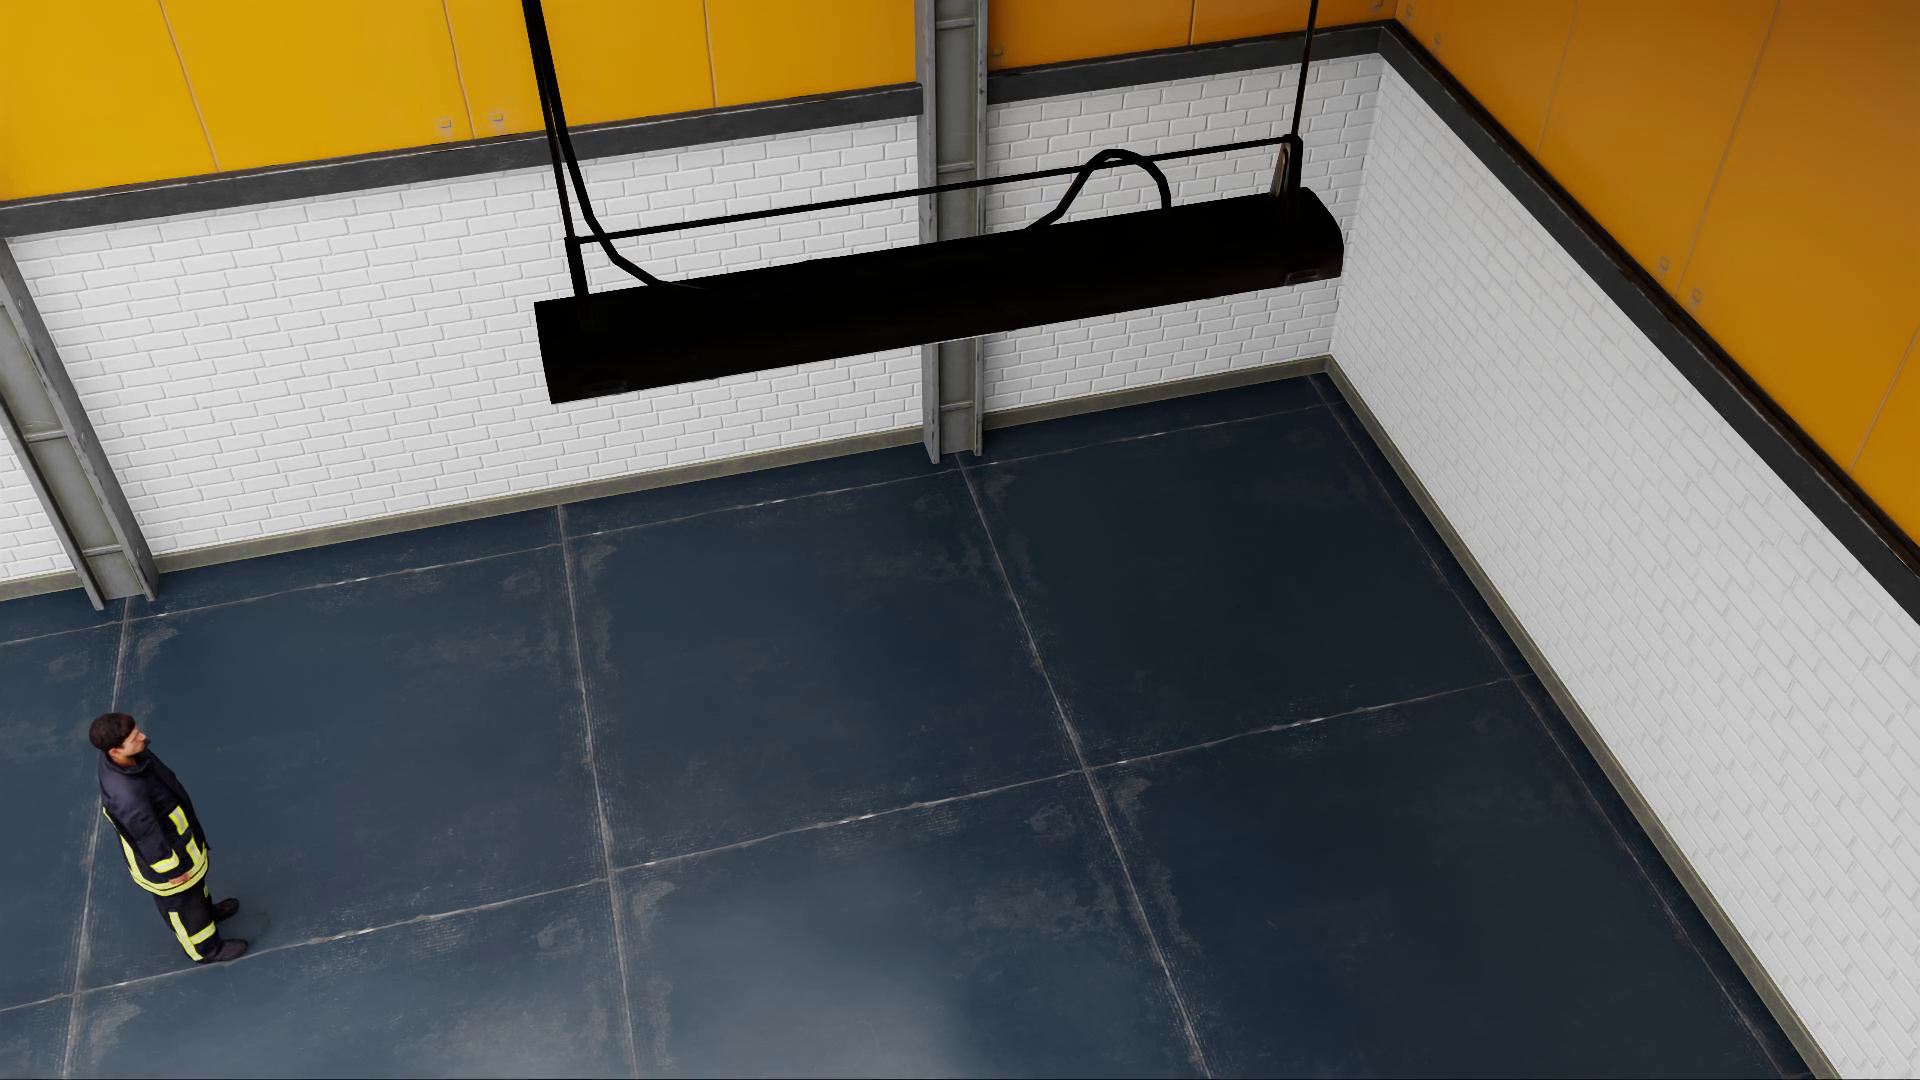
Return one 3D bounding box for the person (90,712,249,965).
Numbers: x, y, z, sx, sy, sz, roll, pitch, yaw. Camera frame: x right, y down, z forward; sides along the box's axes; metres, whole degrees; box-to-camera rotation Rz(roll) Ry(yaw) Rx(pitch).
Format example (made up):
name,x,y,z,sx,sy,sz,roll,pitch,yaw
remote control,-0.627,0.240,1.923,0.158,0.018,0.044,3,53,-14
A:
name,x,y,z,sx,sy,sz,roll,pitch,yaw
person,-4.331,1.597,8.990,0.726,1.926,0.831,-18,46,-18
